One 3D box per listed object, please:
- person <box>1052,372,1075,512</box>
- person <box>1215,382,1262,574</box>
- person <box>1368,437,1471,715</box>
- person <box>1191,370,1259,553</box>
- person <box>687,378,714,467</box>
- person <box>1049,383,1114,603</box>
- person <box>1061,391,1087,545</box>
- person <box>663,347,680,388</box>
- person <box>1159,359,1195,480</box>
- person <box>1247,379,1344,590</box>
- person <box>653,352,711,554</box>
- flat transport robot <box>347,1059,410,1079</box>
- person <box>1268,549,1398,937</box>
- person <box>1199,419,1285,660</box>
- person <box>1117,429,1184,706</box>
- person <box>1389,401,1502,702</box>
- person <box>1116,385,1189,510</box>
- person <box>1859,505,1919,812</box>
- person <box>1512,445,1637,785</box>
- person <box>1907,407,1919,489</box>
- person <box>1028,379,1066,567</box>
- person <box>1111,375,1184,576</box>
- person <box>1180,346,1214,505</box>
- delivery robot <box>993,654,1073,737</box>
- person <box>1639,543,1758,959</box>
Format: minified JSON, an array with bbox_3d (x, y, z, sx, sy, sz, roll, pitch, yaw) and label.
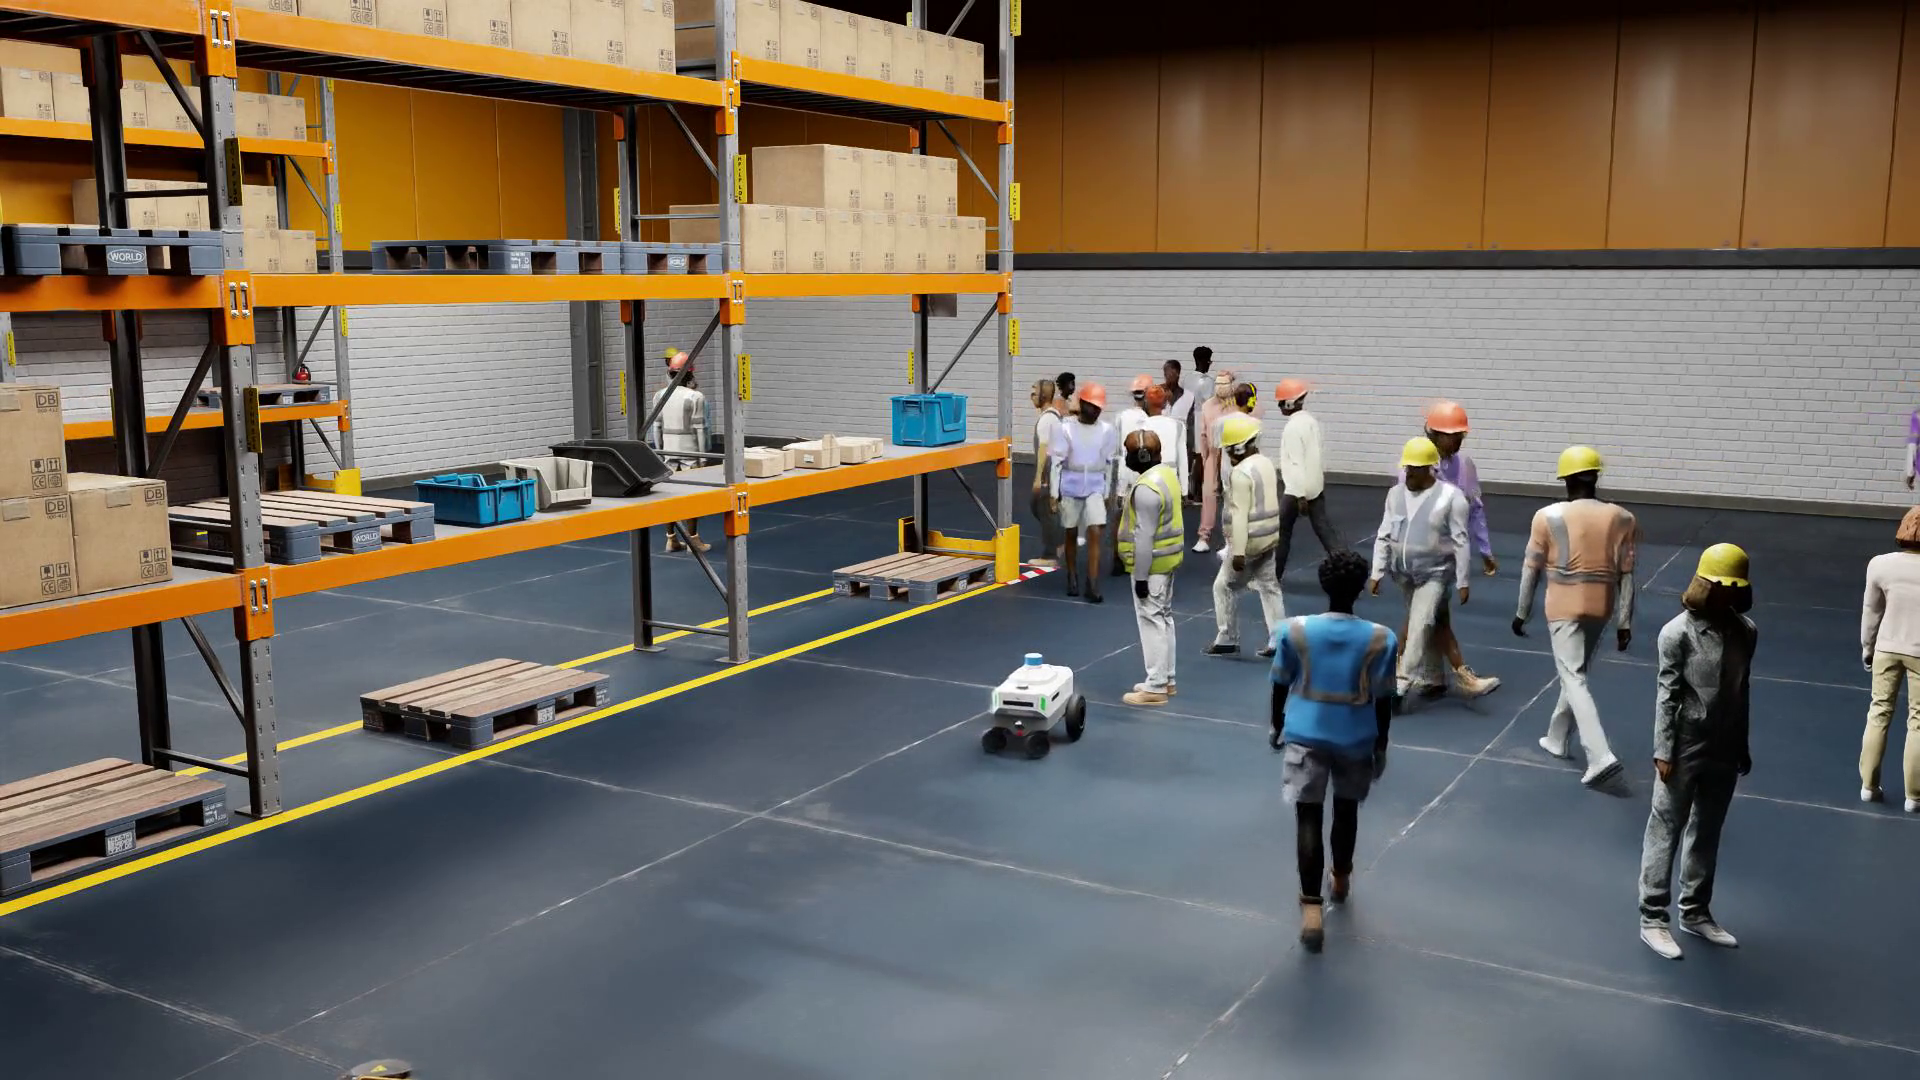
[{"bbox_3d":[1.232,-1.140,19.627,0.360,1.686,0.553,4,10,24],"label":"person"},{"bbox_3d":[2.535,-0.537,15.418,0.551,1.845,0.590,9,13,44],"label":"person"},{"bbox_3d":[2.934,0.225,10.807,0.915,1.779,0.622,-7,11,-37],"label":"person"},{"bbox_3d":[2.663,-0.772,16.788,0.668,1.872,0.884,5,11,31],"label":"person"},{"bbox_3d":[-3.208,-1.132,19.778,0.538,1.623,0.485,2,9,15],"label":"person"},{"bbox_3d":[1.061,-0.397,14.357,0.598,1.886,0.905,-1,9,-5],"label":"person"},{"bbox_3d":[1.233,-0.727,17.257,0.505,1.623,0.506,0,9,1],"label":"person"},{"bbox_3d":[-4.177,-1.936,24.360,0.331,1.768,0.526,2,9,14],"label":"person"},{"bbox_3d":[2.293,-1.040,18.334,0.604,1.908,0.512,-1,9,-6],"label":"person"},{"bbox_3d":[3.047,-0.443,14.572,1.033,1.930,0.643,7,11,37],"label":"person"},{"bbox_3d":[-2.802,-0.876,16.883,0.641,2.041,0.394,4,10,25],"label":"person"},{"bbox_3d":[-1.783,1.936,4.842,0.652,0.197,1.431,1,9,9],"label":"flat transport robot"},{"bbox_3d":[1.615,0.863,7.237,0.535,1.656,0.861,2,9,10],"label":"person"},{"bbox_3d":[2.068,0.010,12.151,0.761,1.777,0.709,6,11,32],"label":"person"},{"bbox_3d":[1.250,0.181,10.987,0.430,1.830,0.617,3,10,20],"label":"person"},{"bbox_3d":[3.258,0.086,11.012,0.611,1.988,1.050,-6,11,-32],"label":"person"},{"bbox_3d":[1.658,-0.451,14.804,0.611,1.852,0.854,-4,10,-25],"label":"person"},{"bbox_3d":[5.039,0.623,8.831,0.277,1.628,0.500,-6,11,-35],"label":"person"},{"bbox_3d":[3.534,0.411,9.414,0.600,1.878,0.977,-1,9,-5],"label":"person"},{"bbox_3d":[9.525,-0.704,16.228,0.875,1.914,0.550,-7,12,-38],"label":"person"},{"bbox_3d":[0.827,-0.635,16.066,0.393,1.832,0.505,2,9,12],"label":"person"},{"bbox_3d":[1.761,-0.615,15.792,0.537,1.875,0.970,8,12,40],"label":"person"},{"bbox_3d":[2.939,-1.411,20.501,0.374,1.959,0.608,-4,10,-25],"label":"person"},{"bbox_3d":[0.440,0.926,9.974,0.477,0.478,0.707,3,10,17],"label":"delivery robot"},{"bbox_3d":[3.111,0.868,6.935,0.488,1.740,0.318,-3,10,-20],"label":"person"}]
